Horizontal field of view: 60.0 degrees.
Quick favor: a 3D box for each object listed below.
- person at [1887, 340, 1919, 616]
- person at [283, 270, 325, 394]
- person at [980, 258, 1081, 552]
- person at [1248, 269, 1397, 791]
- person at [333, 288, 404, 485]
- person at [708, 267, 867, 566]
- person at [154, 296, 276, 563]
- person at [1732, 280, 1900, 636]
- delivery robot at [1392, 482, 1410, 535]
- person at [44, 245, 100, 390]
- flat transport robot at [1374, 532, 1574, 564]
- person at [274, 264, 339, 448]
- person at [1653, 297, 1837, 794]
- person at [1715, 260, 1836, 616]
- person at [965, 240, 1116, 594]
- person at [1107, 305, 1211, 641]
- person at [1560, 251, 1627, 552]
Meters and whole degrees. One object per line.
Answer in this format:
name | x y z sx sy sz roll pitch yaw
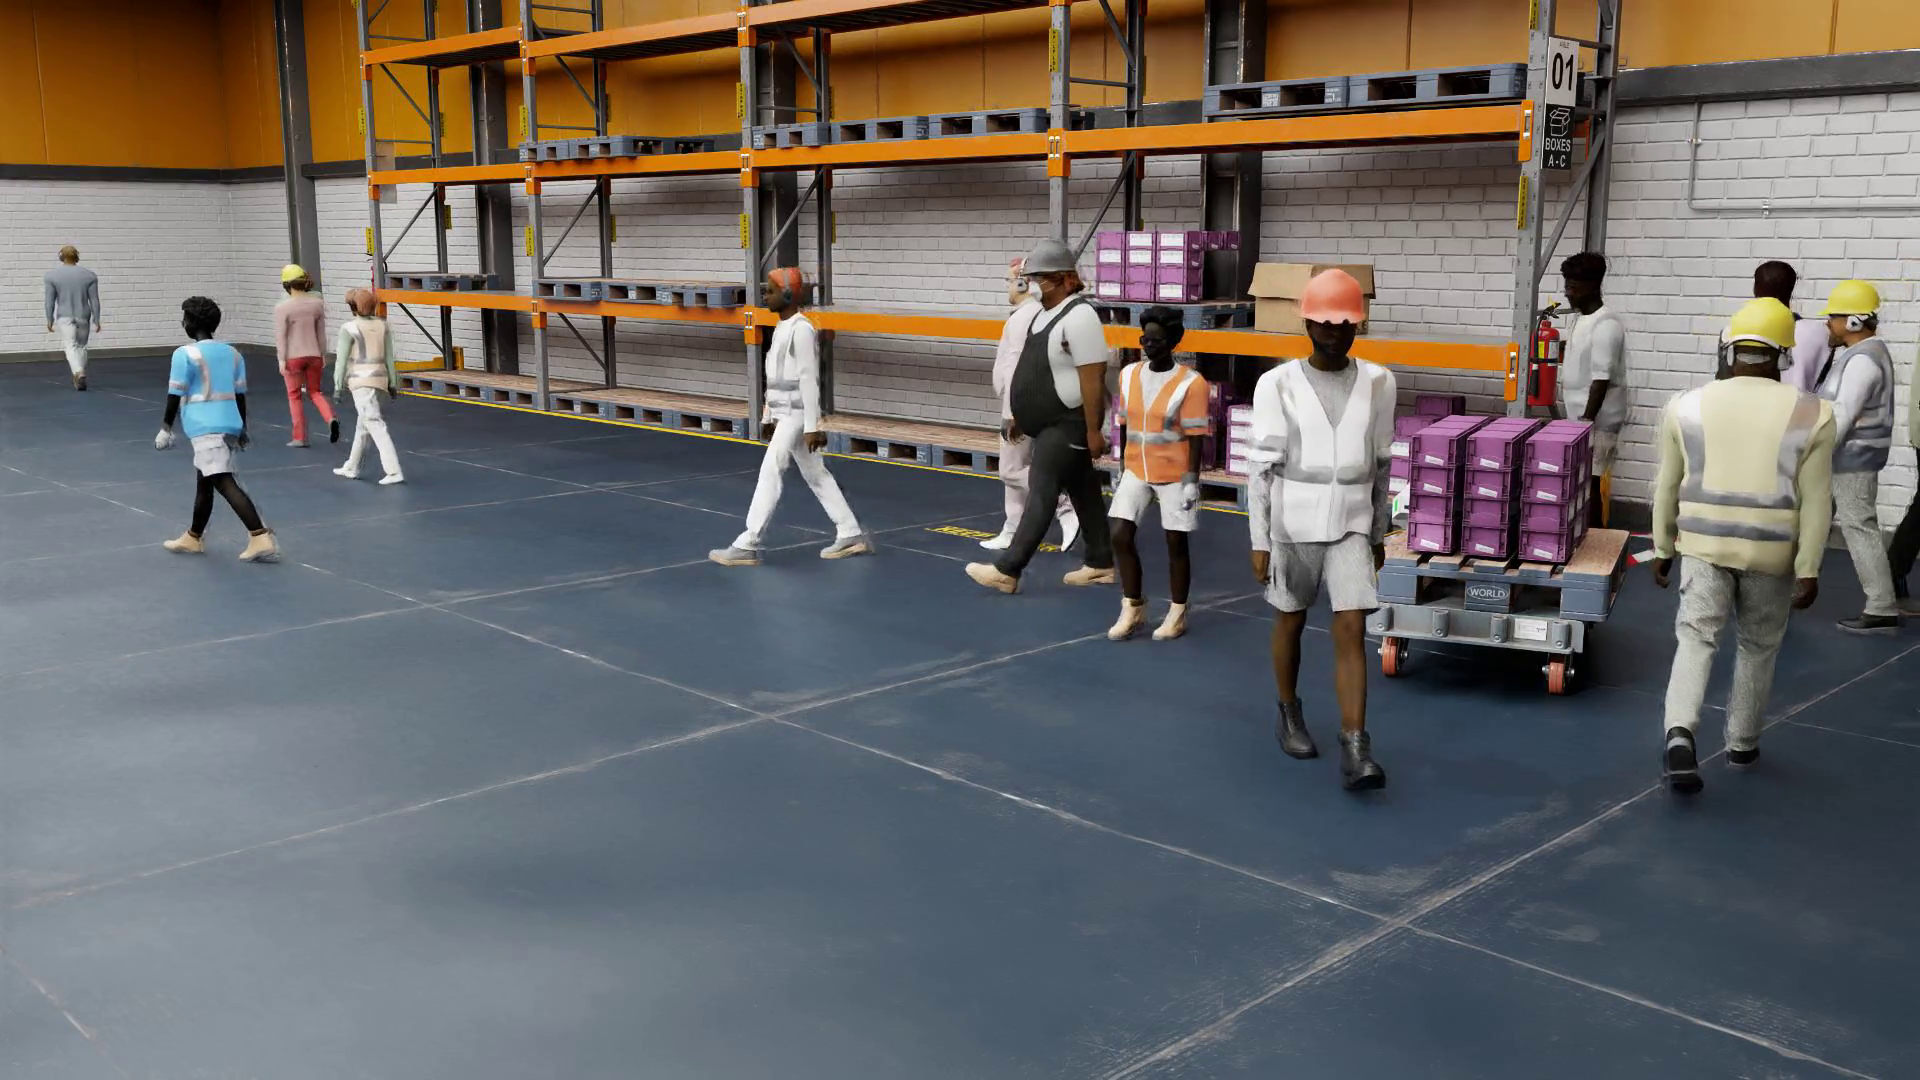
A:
person | 5.169 -0.525 8.654 0.636 1.964 0.683 5 11 25
person | -8.387 -2.664 21.292 0.511 1.593 0.865 -6 12 -29
person | 0.455 -0.830 10.491 0.663 1.886 0.664 3 11 14
person | 1.343 -0.034 6.128 0.568 1.889 0.960 0 10 -1
person | -4.863 -1.248 13.558 0.853 1.588 0.533 5 11 25
person | -1.037 -0.761 10.275 1.005 1.835 0.596 -3 11 -14
person | -4.641 -0.686 10.354 0.889 1.653 0.545 2 11 12
person | 4.457 -0.421 8.503 0.813 1.793 0.598 5 11 25
delivery robot | 2.964 -0.225 10.571 0.477 0.478 0.707 4 11 22
person | -11.631 -2.920 21.847 0.637 1.907 0.931 -8 13 -36
flat transport robot | 2.961 0.133 9.646 1.431 0.197 0.652 9 14 40
person | -6.210 -1.731 15.753 0.559 1.753 0.538 8 13 36
person | 2.826 0.025 6.057 0.601 1.805 0.817 7 12 32
person | 4.230 -0.501 8.679 0.609 1.902 0.570 1 10 5
person | 0.475 -0.715 9.441 1.001 2.000 0.688 -2 11 -11
person | 0.952 -0.310 8.191 0.561 1.675 0.570 8 13 38
person | 3.696 -0.732 9.854 0.462 1.932 0.649 0 10 0
